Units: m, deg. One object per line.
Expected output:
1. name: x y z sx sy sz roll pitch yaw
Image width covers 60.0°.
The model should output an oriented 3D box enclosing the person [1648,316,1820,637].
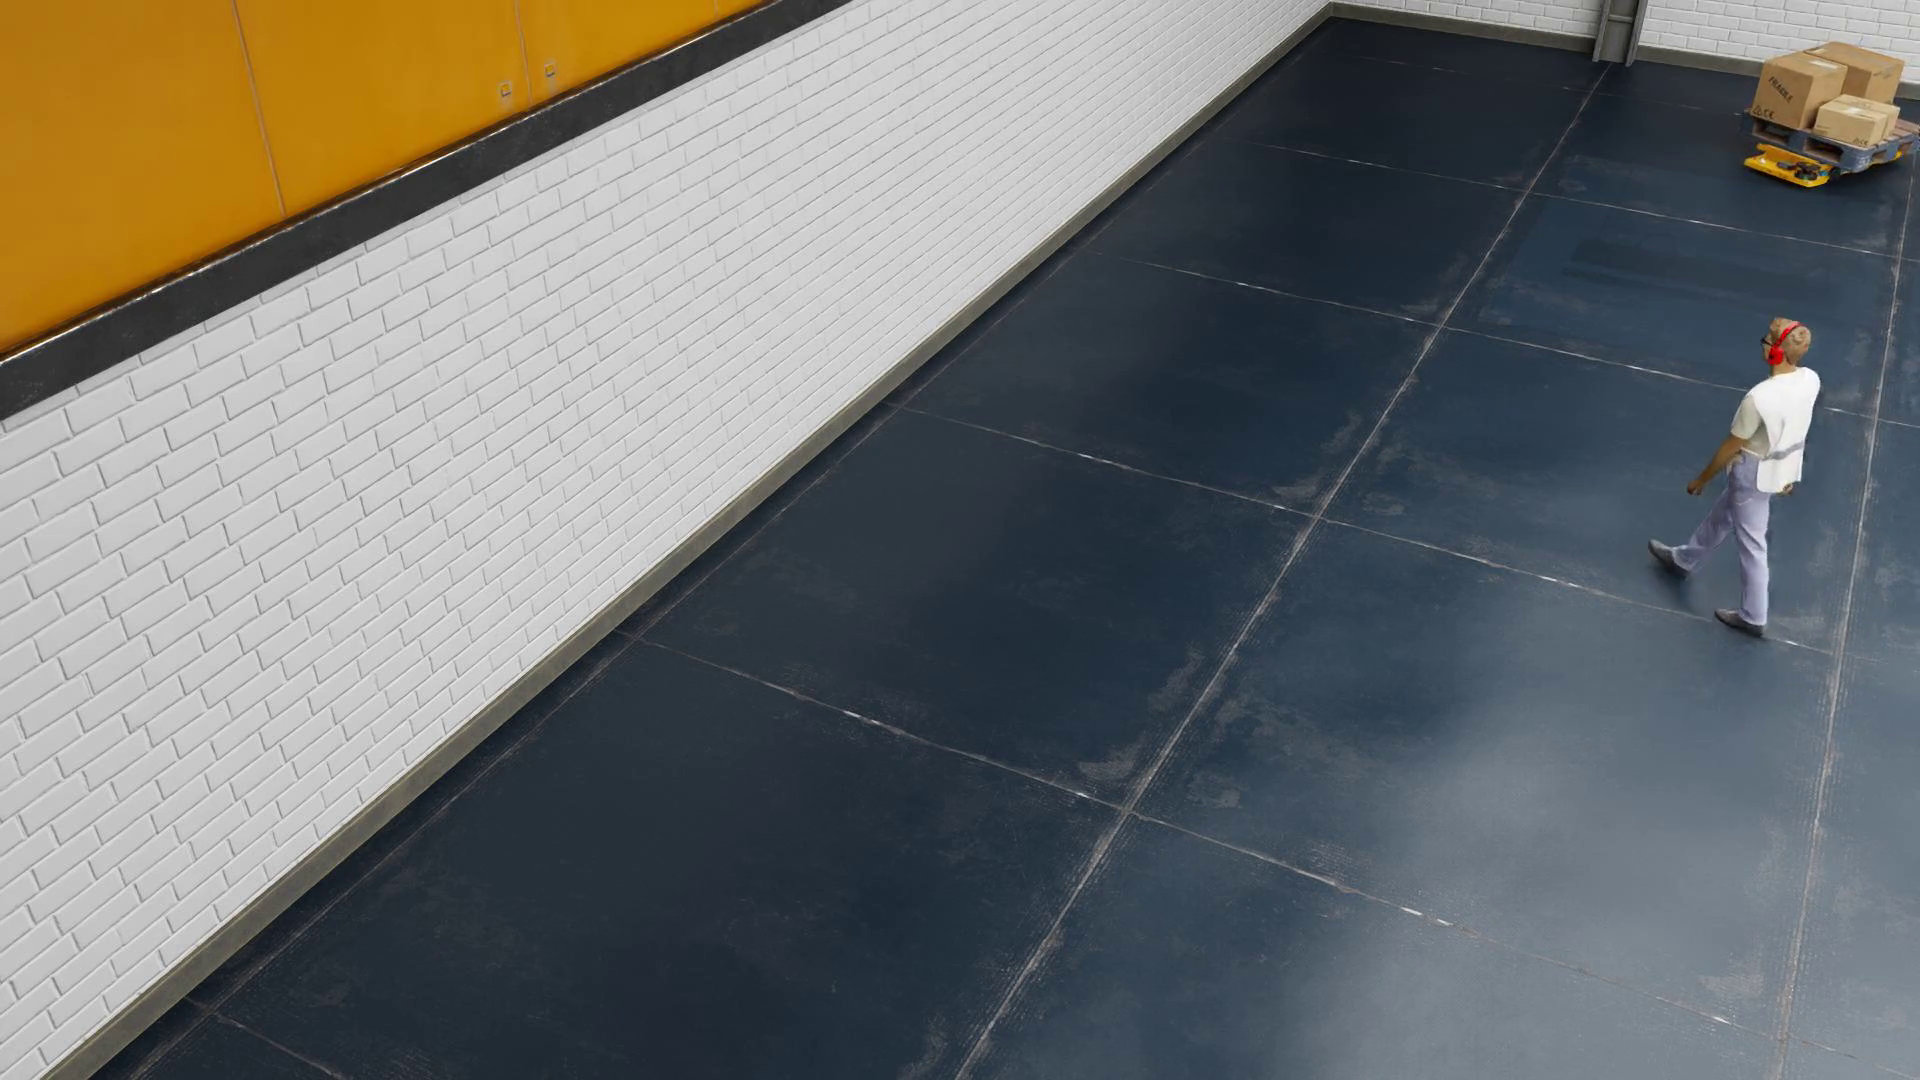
1. person: 4.297 -0.391 9.173 0.562 1.807 0.936 -23 40 -31

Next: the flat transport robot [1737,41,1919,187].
1. flat transport robot: 7.937 -3.550 15.260 1.431 0.231 0.659 -20 39 -27
